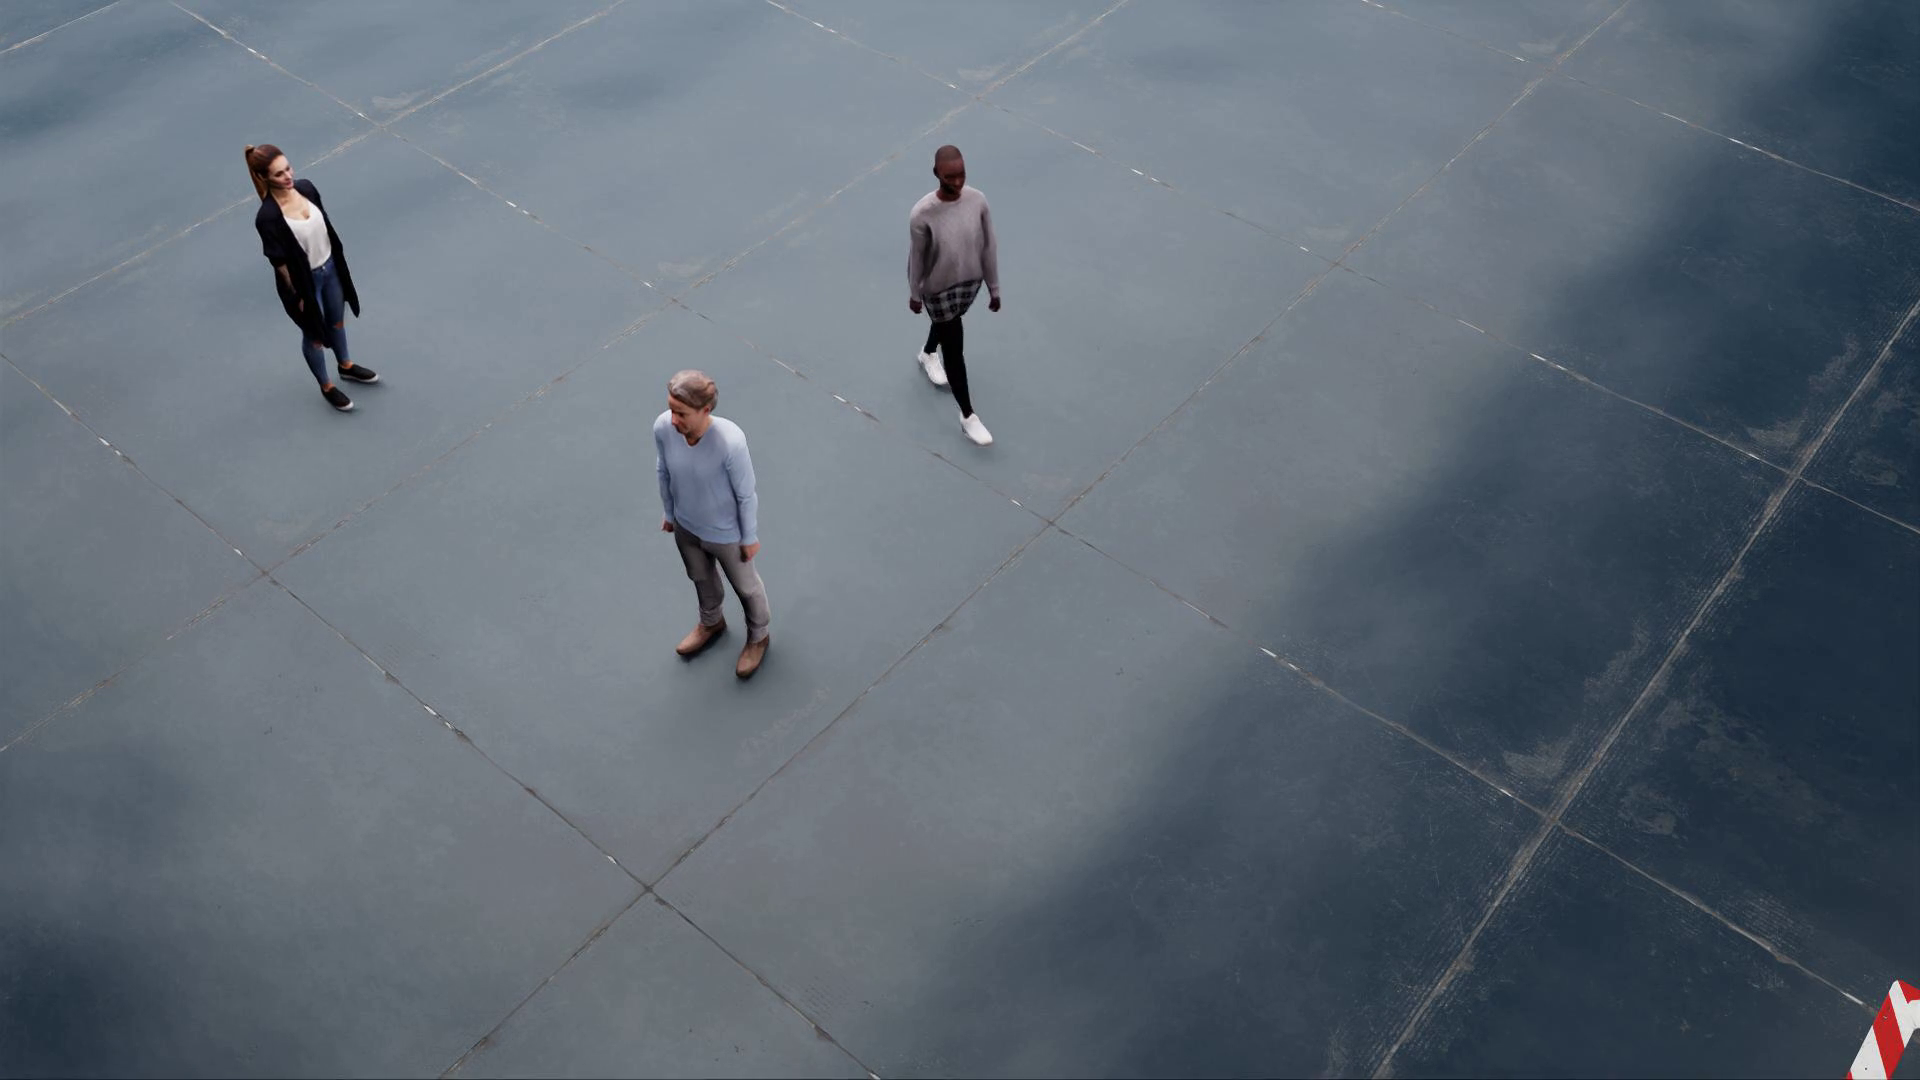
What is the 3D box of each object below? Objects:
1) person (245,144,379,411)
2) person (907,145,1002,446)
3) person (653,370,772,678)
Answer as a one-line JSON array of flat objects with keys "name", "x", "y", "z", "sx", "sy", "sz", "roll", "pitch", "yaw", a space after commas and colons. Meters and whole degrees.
[{"name": "person", "x": -3.636, "y": -1.481, "z": 9.288, "sx": 0.651, "sy": 1.683, "sz": 0.686, "roll": 18, "pitch": 50, "yaw": 16}, {"name": "person", "x": -0.086, "y": -1.455, "z": 9.235, "sx": 0.923, "sy": 1.726, "sz": 1.221, "roll": -21, "pitch": 51, "yaw": -18}, {"name": "person", "x": -1.164, "y": -0.085, "z": 7.855, "sx": 0.584, "sy": 1.892, "sz": 0.777, "roll": 20, "pitch": 50, "yaw": 17}]
